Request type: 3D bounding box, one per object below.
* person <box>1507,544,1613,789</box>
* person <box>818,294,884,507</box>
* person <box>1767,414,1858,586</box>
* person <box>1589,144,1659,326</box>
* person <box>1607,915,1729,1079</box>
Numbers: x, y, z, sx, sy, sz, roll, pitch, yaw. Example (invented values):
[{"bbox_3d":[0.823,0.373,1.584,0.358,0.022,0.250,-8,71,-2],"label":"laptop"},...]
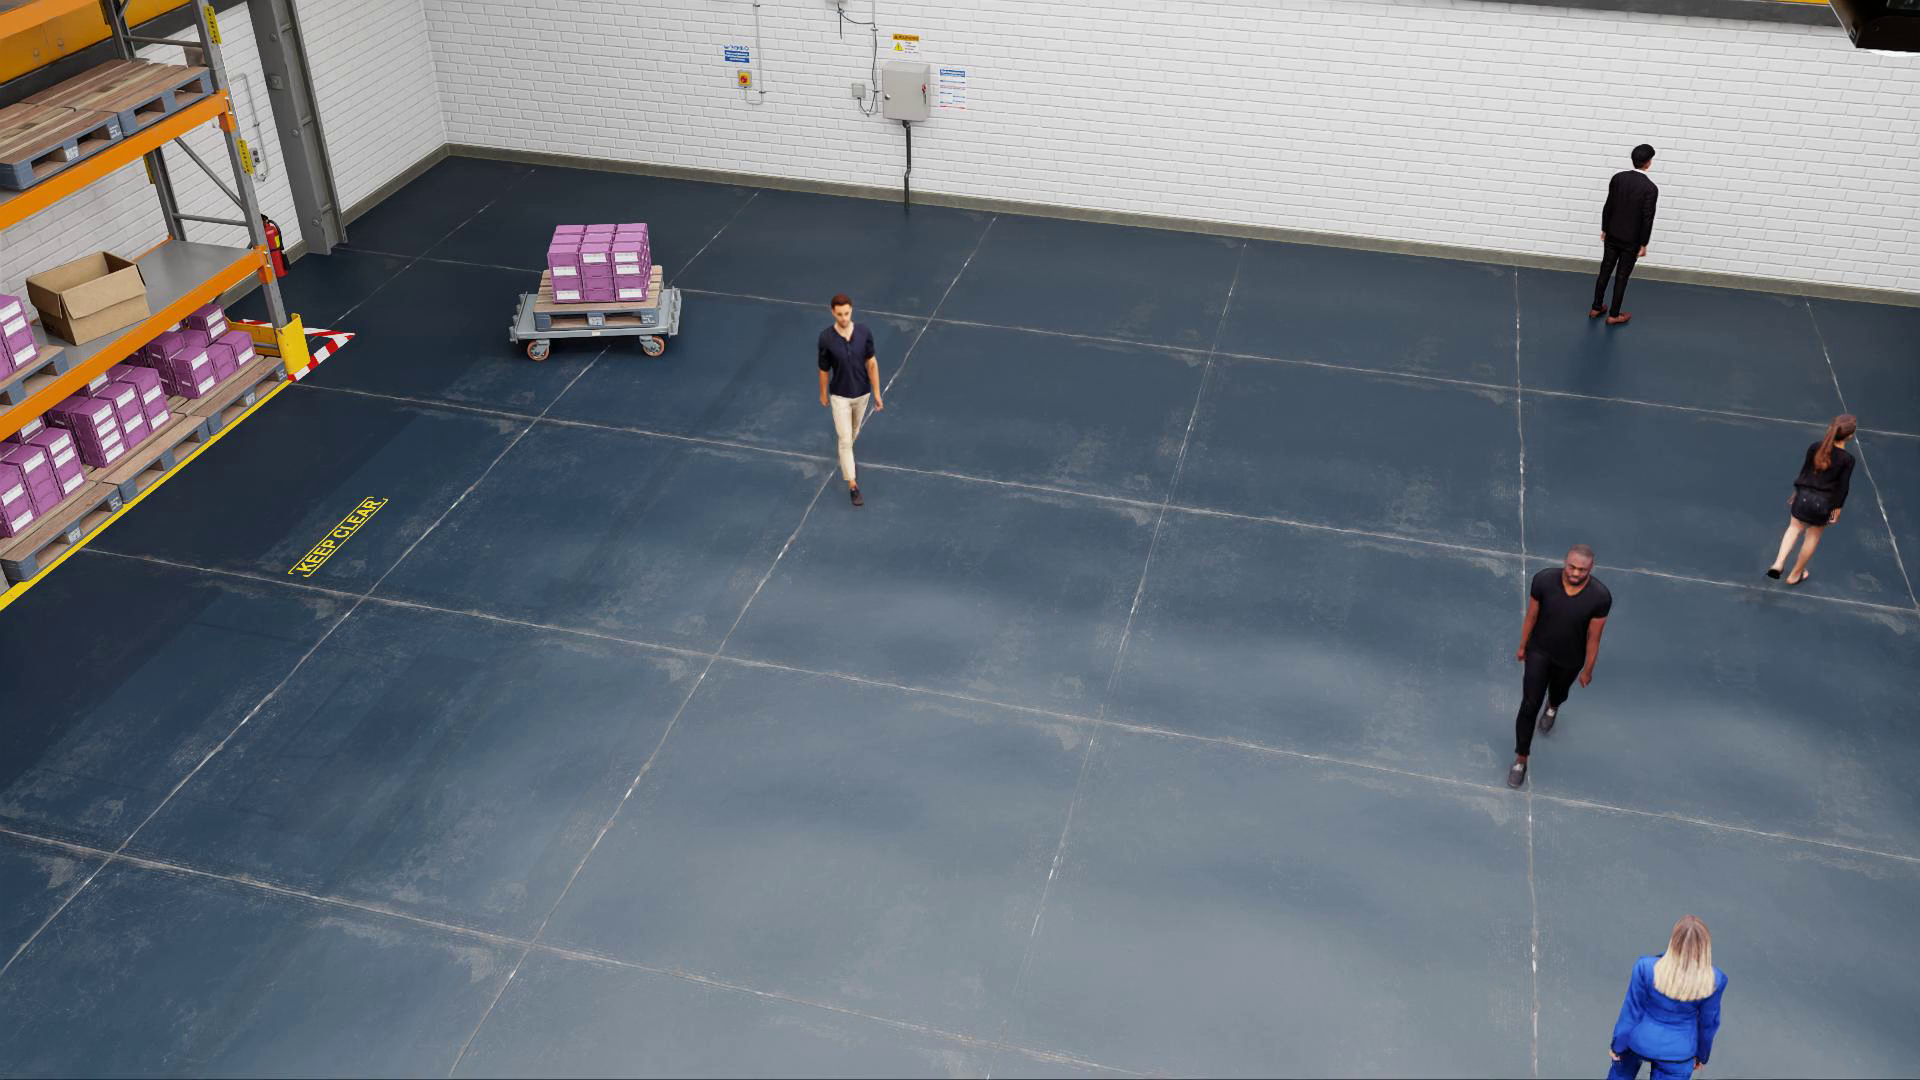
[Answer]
[{"bbox_3d":[4.048,0.746,11.233,0.837,1.777,1.251,15,37,22],"label":"person"},{"bbox_3d":[-0.963,-1.289,14.268,1.066,1.807,1.222,-12,36,-18],"label":"person"},{"bbox_3d":[6.653,-0.286,12.995,0.843,1.544,0.748,-26,42,-34],"label":"person"},{"bbox_3d":[6.766,-3.121,16.954,0.796,1.883,0.768,-22,39,-29],"label":"person"},{"bbox_3d":[3.537,2.666,8.448,0.644,1.661,1.151,10,35,15],"label":"person"}]
